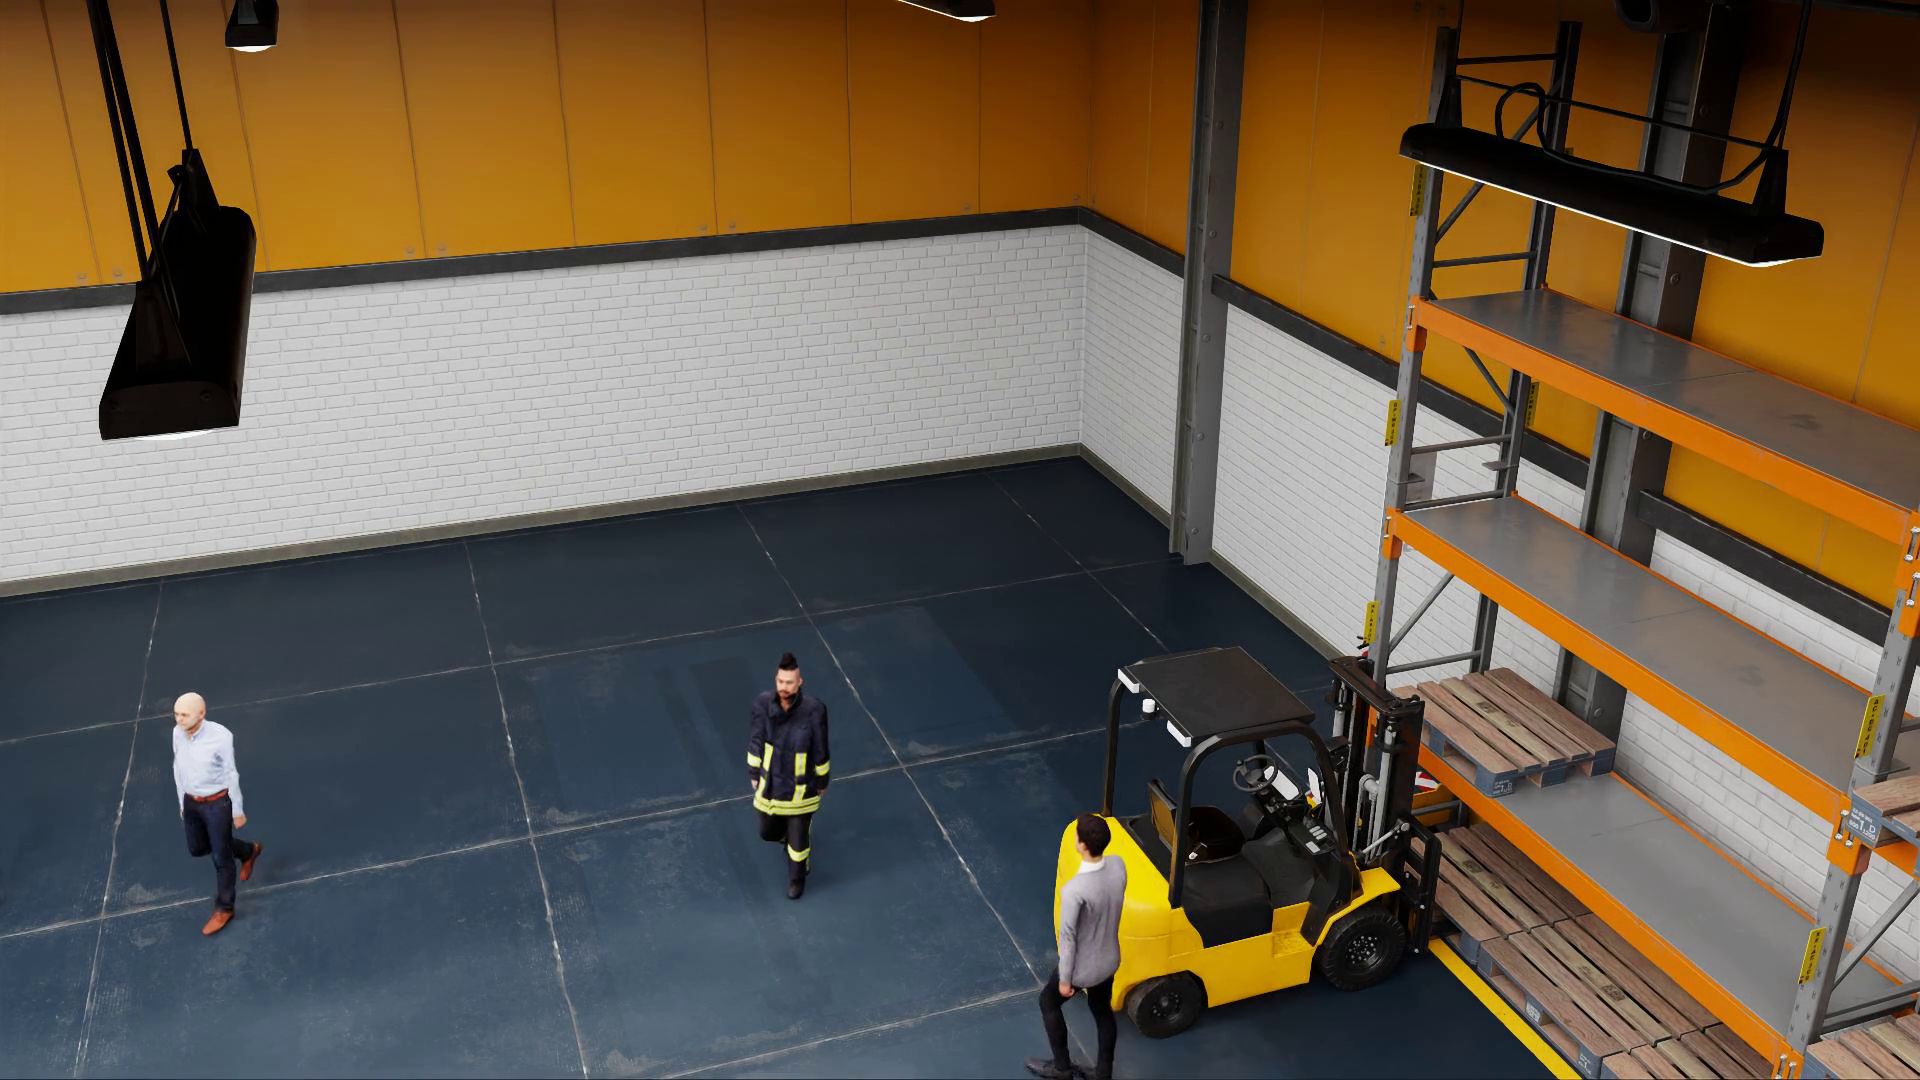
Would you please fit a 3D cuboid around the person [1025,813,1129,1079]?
[{"bbox_3d":[0.833,2.515,9.850,0.930,1.909,0.898,21,32,40],"label":"person"}]

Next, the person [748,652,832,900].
[{"bbox_3d":[-1.211,1.632,11.948,0.985,1.846,1.060,5,24,11],"label":"person"}]

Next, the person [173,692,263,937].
[{"bbox_3d":[-5.181,1.820,11.600,0.979,1.780,1.086,7,25,16],"label":"person"}]
